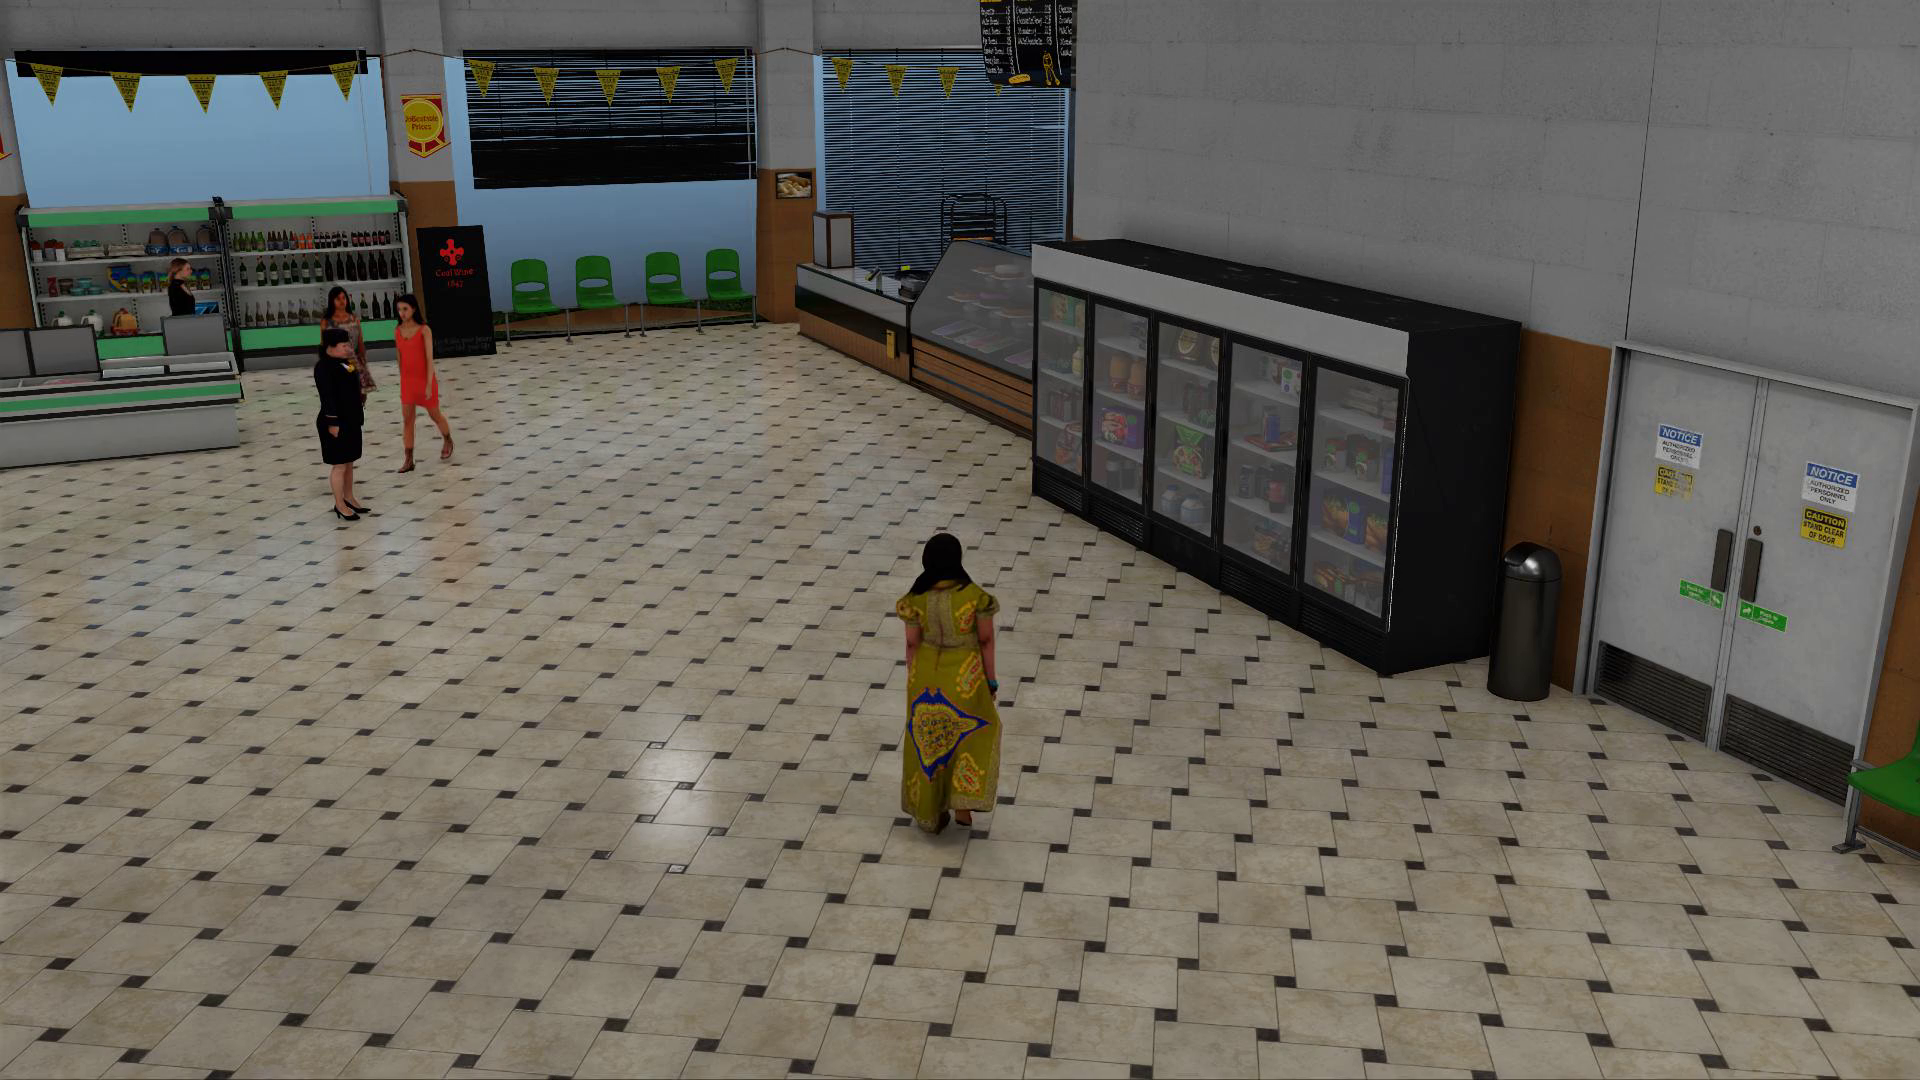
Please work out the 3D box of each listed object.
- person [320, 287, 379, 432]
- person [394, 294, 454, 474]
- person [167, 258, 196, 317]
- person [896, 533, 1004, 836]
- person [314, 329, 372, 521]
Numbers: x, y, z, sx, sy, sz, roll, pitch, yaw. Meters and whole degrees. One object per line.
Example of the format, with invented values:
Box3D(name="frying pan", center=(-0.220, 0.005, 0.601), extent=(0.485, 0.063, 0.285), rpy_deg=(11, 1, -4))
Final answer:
Box3D(name="person", center=(-6.346, -1.790, 17.097), extent=(0.707, 1.636, 0.759), rpy_deg=(-11, 20, -33))
Box3D(name="person", center=(-5.200, -1.522, 16.144), extent=(1.136, 1.677, 1.067), rpy_deg=(3, 17, 9))
Box3D(name="person", center=(-8.608, -2.215, 18.324), extent=(1.086, 1.737, 0.692), rpy_deg=(-4, 17, -14))
Box3D(name="person", center=(-0.064, 0.789, 8.588), extent=(0.947, 1.645, 0.990), rpy_deg=(2, 17, 7))
Box3D(name="person", center=(-5.399, -1.013, 14.485), extent=(0.802, 1.667, 0.797), rpy_deg=(1, 17, 4))
